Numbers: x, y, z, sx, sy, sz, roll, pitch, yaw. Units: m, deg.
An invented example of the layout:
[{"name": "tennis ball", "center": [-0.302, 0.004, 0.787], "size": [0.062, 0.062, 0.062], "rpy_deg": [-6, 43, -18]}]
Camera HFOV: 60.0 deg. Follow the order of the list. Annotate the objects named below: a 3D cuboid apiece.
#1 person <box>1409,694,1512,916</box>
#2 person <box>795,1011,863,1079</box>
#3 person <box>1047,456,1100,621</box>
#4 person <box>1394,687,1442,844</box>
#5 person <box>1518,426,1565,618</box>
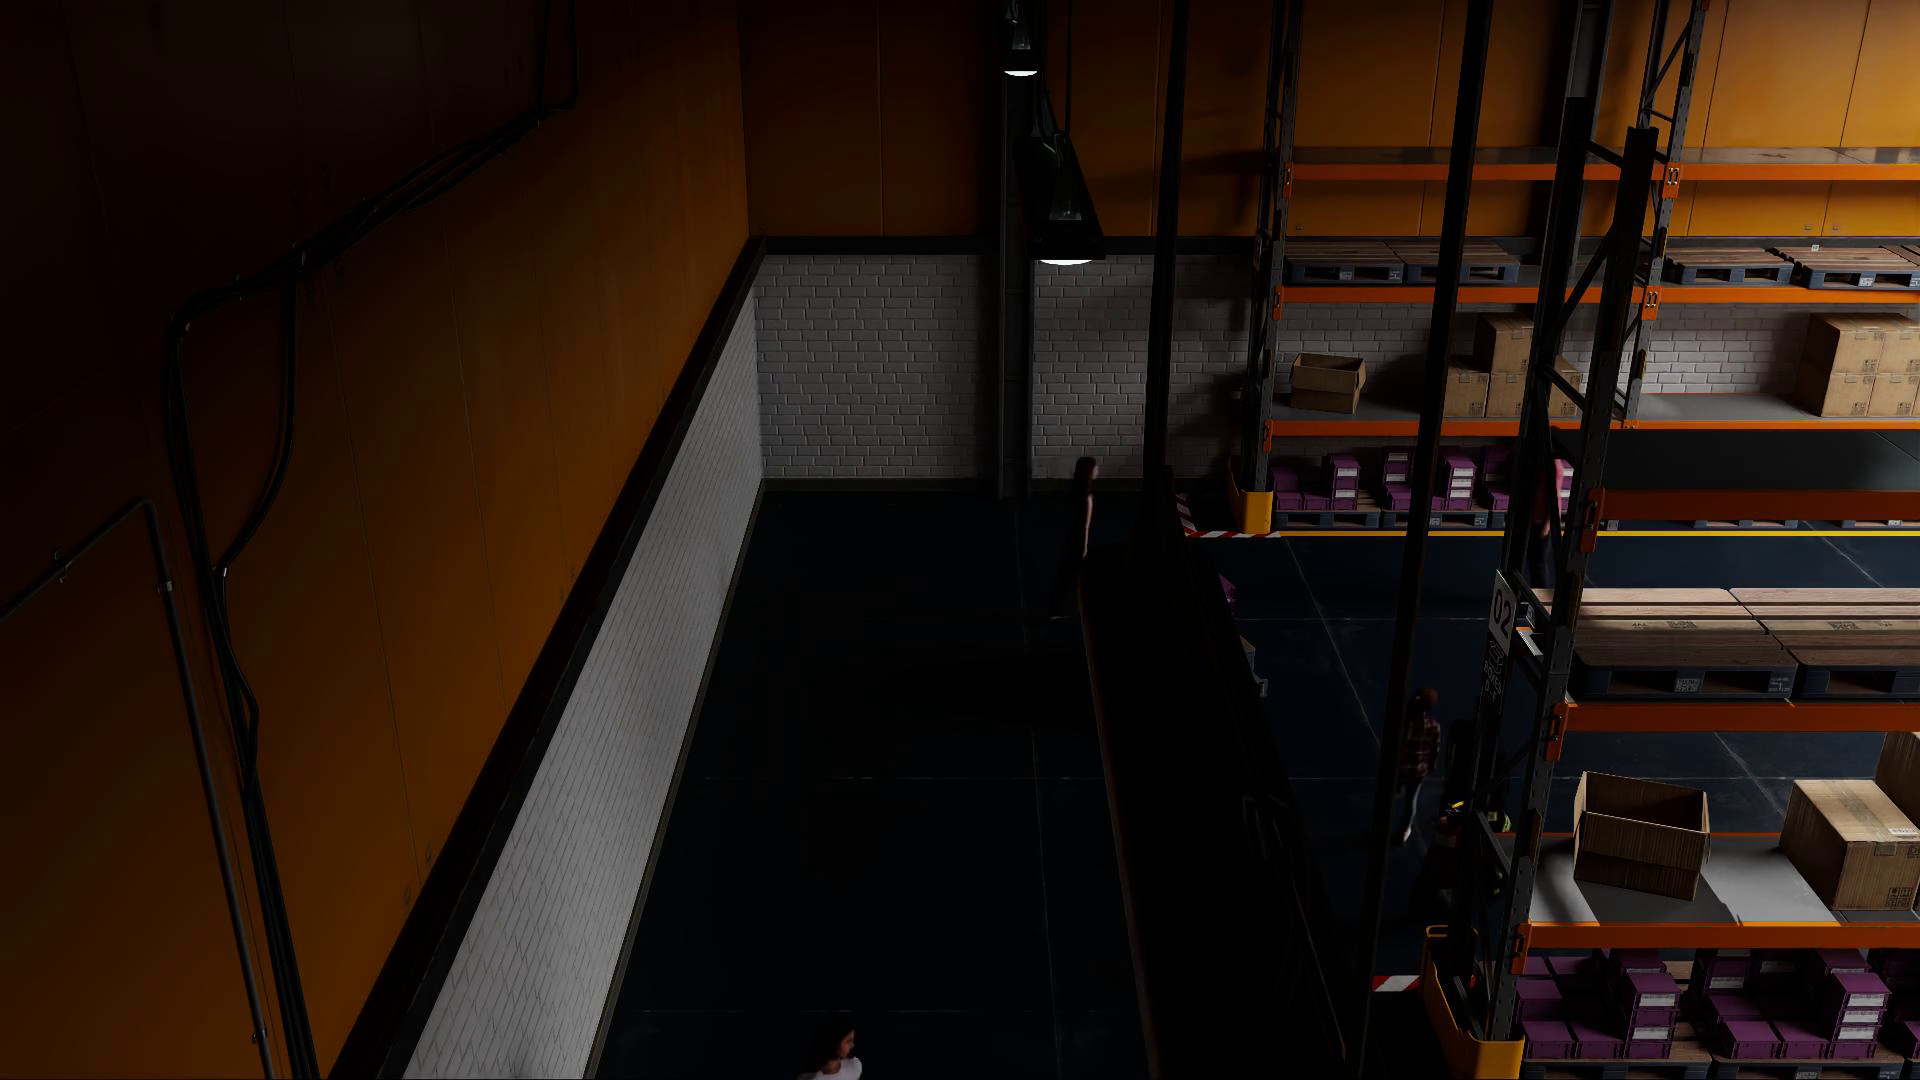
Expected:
[{"name": "person", "center": [3.586, 1.914, 11.869], "size": [1.312, 1.784, 1.104], "rpy_deg": [-12, 26, -25]}, {"name": "person", "center": [-0.801, 3.270, 8.798], "size": [0.747, 1.759, 0.838], "rpy_deg": [-11, 26, -23]}, {"name": "person", "center": [1.090, 0.024, 16.303], "size": [1.138, 1.696, 0.799], "rpy_deg": [-6, 24, -14]}, {"name": "person", "center": [3.469, 1.758, 12.858], "size": [0.524, 1.277, 0.654], "rpy_deg": [0, 24, 1]}, {"name": "person", "center": [5.798, -0.202, 16.492], "size": [0.544, 1.957, 0.620], "rpy_deg": [0, 24, 0]}]
